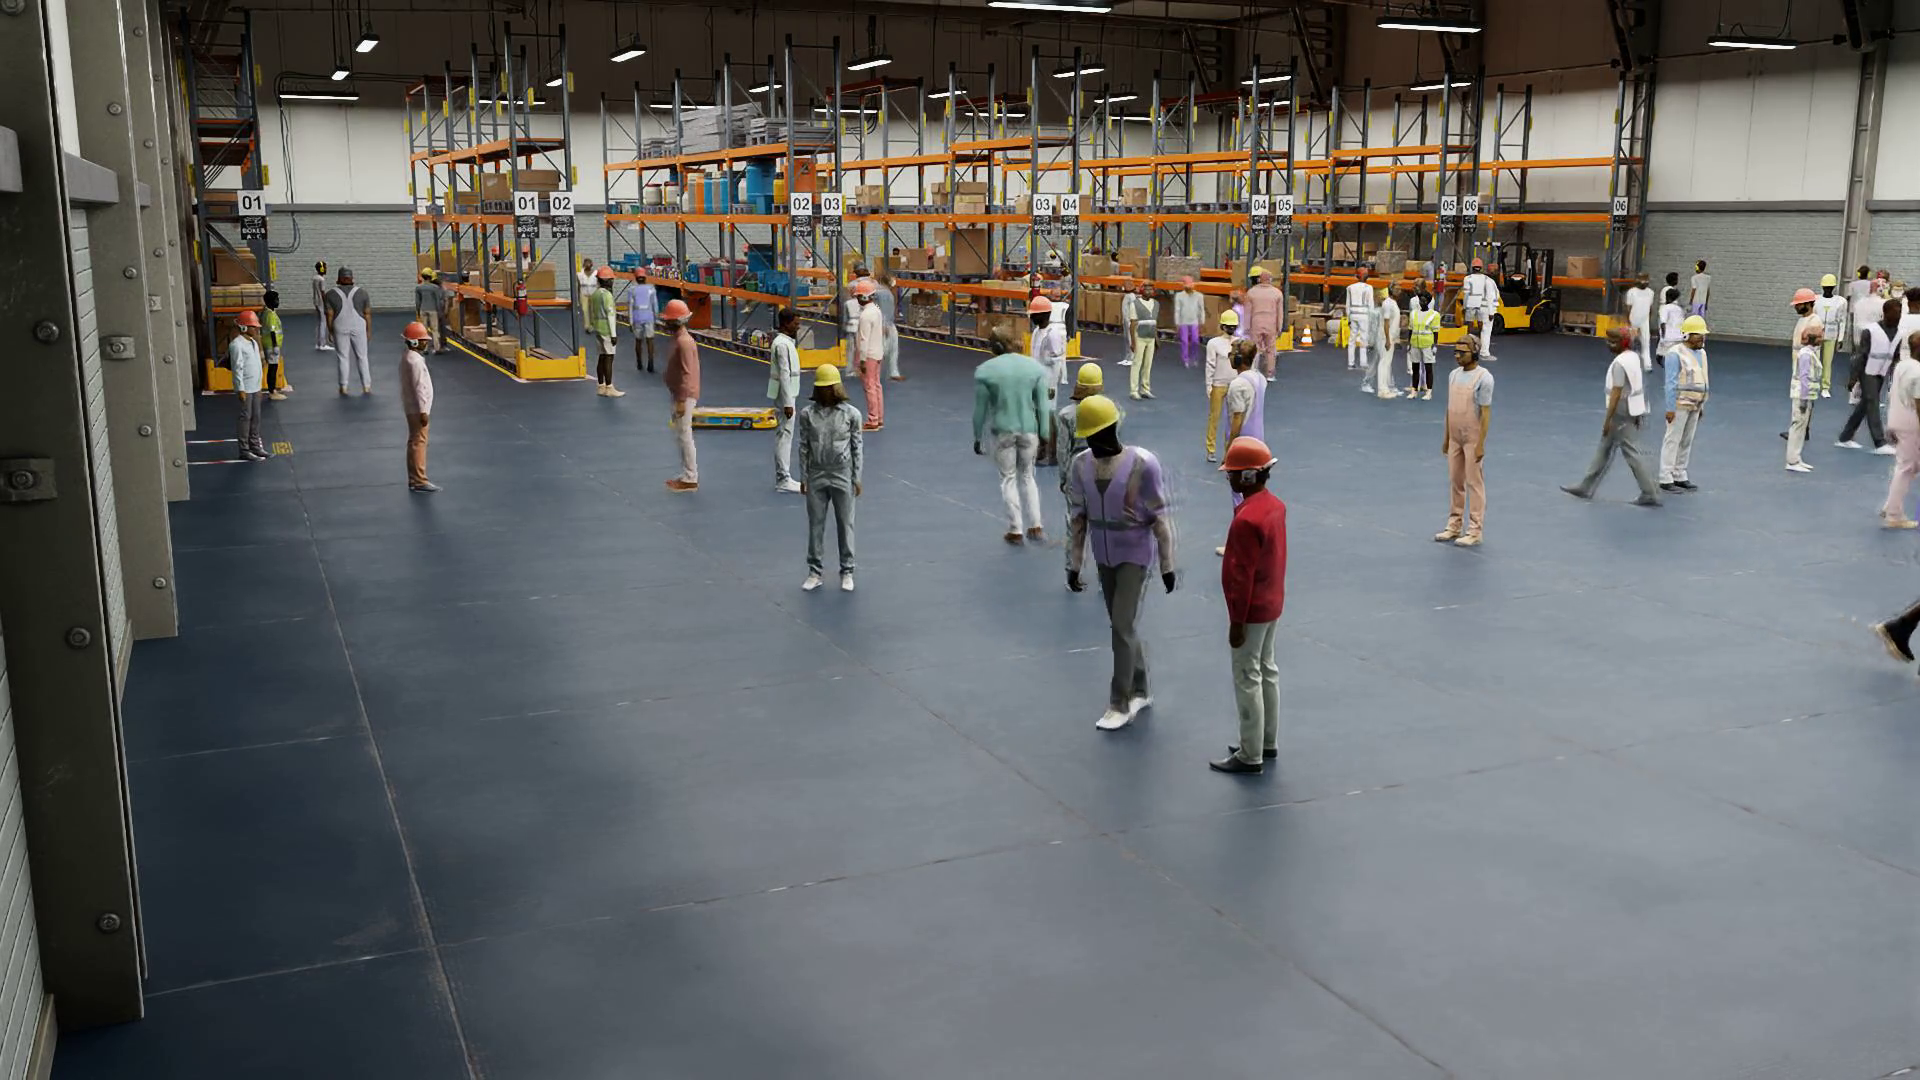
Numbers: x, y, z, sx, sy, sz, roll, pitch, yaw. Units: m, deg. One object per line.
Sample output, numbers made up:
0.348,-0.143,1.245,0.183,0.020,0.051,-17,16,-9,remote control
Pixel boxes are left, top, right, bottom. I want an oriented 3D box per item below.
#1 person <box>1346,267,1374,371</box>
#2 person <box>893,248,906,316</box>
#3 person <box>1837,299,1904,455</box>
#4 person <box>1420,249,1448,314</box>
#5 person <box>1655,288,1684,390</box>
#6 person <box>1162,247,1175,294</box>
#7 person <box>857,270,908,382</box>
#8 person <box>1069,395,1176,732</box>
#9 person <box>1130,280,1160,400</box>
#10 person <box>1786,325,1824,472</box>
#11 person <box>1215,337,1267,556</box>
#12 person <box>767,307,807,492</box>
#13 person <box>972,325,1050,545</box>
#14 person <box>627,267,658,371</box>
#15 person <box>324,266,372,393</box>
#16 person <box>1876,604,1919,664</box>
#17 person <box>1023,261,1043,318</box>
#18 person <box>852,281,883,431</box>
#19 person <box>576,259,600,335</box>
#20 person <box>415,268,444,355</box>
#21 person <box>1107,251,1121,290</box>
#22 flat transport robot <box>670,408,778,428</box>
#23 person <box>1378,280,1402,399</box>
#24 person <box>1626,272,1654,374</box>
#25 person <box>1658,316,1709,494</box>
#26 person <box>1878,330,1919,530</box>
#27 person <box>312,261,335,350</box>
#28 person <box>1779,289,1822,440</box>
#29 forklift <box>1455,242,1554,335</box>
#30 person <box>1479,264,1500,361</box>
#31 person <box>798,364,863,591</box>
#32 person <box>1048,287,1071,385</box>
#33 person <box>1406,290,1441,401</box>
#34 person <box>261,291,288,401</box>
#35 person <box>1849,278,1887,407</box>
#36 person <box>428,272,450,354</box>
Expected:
7.351,-4.052,30.530,0.356,1.882,0.574,-10,15,-41,person
-1.785,-7.190,46.396,0.590,1.914,0.389,-3,11,-13,person
11.053,-1.978,20.074,0.608,1.858,0.957,-5,12,-22,person
11.505,-6.047,40.262,0.684,2.000,0.535,-2,11,-9,person
11.545,-3.241,26.959,0.572,1.658,0.527,-6,13,-28,person
6.394,-8.098,51.228,0.429,1.837,0.627,-11,15,-43,person
-1.325,-3.637,28.338,0.775,1.915,0.632,2,11,9,person
0.848,0.123,9.348,0.644,1.865,0.822,11,15,43,person
2.840,-3.090,25.741,0.569,1.840,0.374,-9,14,-37,person
9.451,-1.585,18.609,0.310,1.639,0.517,7,13,33,person
2.367,-0.773,13.955,0.343,1.847,0.506,8,14,36,person
-1.810,-1.458,17.265,0.393,1.915,0.591,-1,11,-7,person
0.438,-0.911,14.516,0.649,1.897,0.534,-3,12,-16,person
-5.783,-4.033,30.391,0.556,1.910,0.898,-4,12,-18,person
-9.806,-3.375,26.684,0.680,2.000,0.536,-4,12,-21,person
6.003,-0.078,10.134,0.510,1.954,0.620,8,14,37,person
1.695,-5.724,39.412,0.555,1.735,0.382,-7,13,-32,person
-1.220,-2.438,22.079,0.402,1.986,0.605,3,12,15,person
-8.869,-5.819,39.757,0.576,1.794,1.003,-3,11,-14,person
-10.823,-4.650,33.884,0.553,1.772,0.341,1,11,7,person
4.123,-6.831,44.745,0.372,1.850,0.526,-6,12,-27,person
-3.148,-1.656,22.460,1.431,0.197,0.652,0,11,2,flat transport robot
6.692,-3.120,25.893,0.351,1.842,0.507,5,12,24,person
12.204,-3.876,29.817,0.507,1.801,0.923,0,11,2,person
7.491,-1.397,17.159,0.601,1.830,0.403,-8,14,-35,person
8.646,-0.990,15.083,0.423,1.834,0.538,2,11,8,person
-13.481,-4.940,35.119,0.330,1.859,0.511,-9,15,-40,person
10.719,-2.232,21.190,0.391,1.924,0.547,1,11,6,person
13.047,-6.049,39.881,2.313,2.155,1.214,-5,12,-23,forklift
10.399,-4.468,32.645,0.356,1.883,0.572,2,11,12,person
-0.991,-0.472,12.689,0.492,1.742,0.321,1,11,6,person
1.608,-3.432,27.992,0.515,1.641,0.315,2,11,8,person
7.140,-2.995,25.651,0.319,1.694,0.533,-11,15,-43,person
-10.592,-2.991,25.631,0.320,1.689,0.535,-6,13,-28,person
13.600,-2.938,24.804,0.401,1.907,0.646,-1,11,-4,person
-10.831,-4.718,34.440,0.510,1.682,0.834,-4,12,-19,person
